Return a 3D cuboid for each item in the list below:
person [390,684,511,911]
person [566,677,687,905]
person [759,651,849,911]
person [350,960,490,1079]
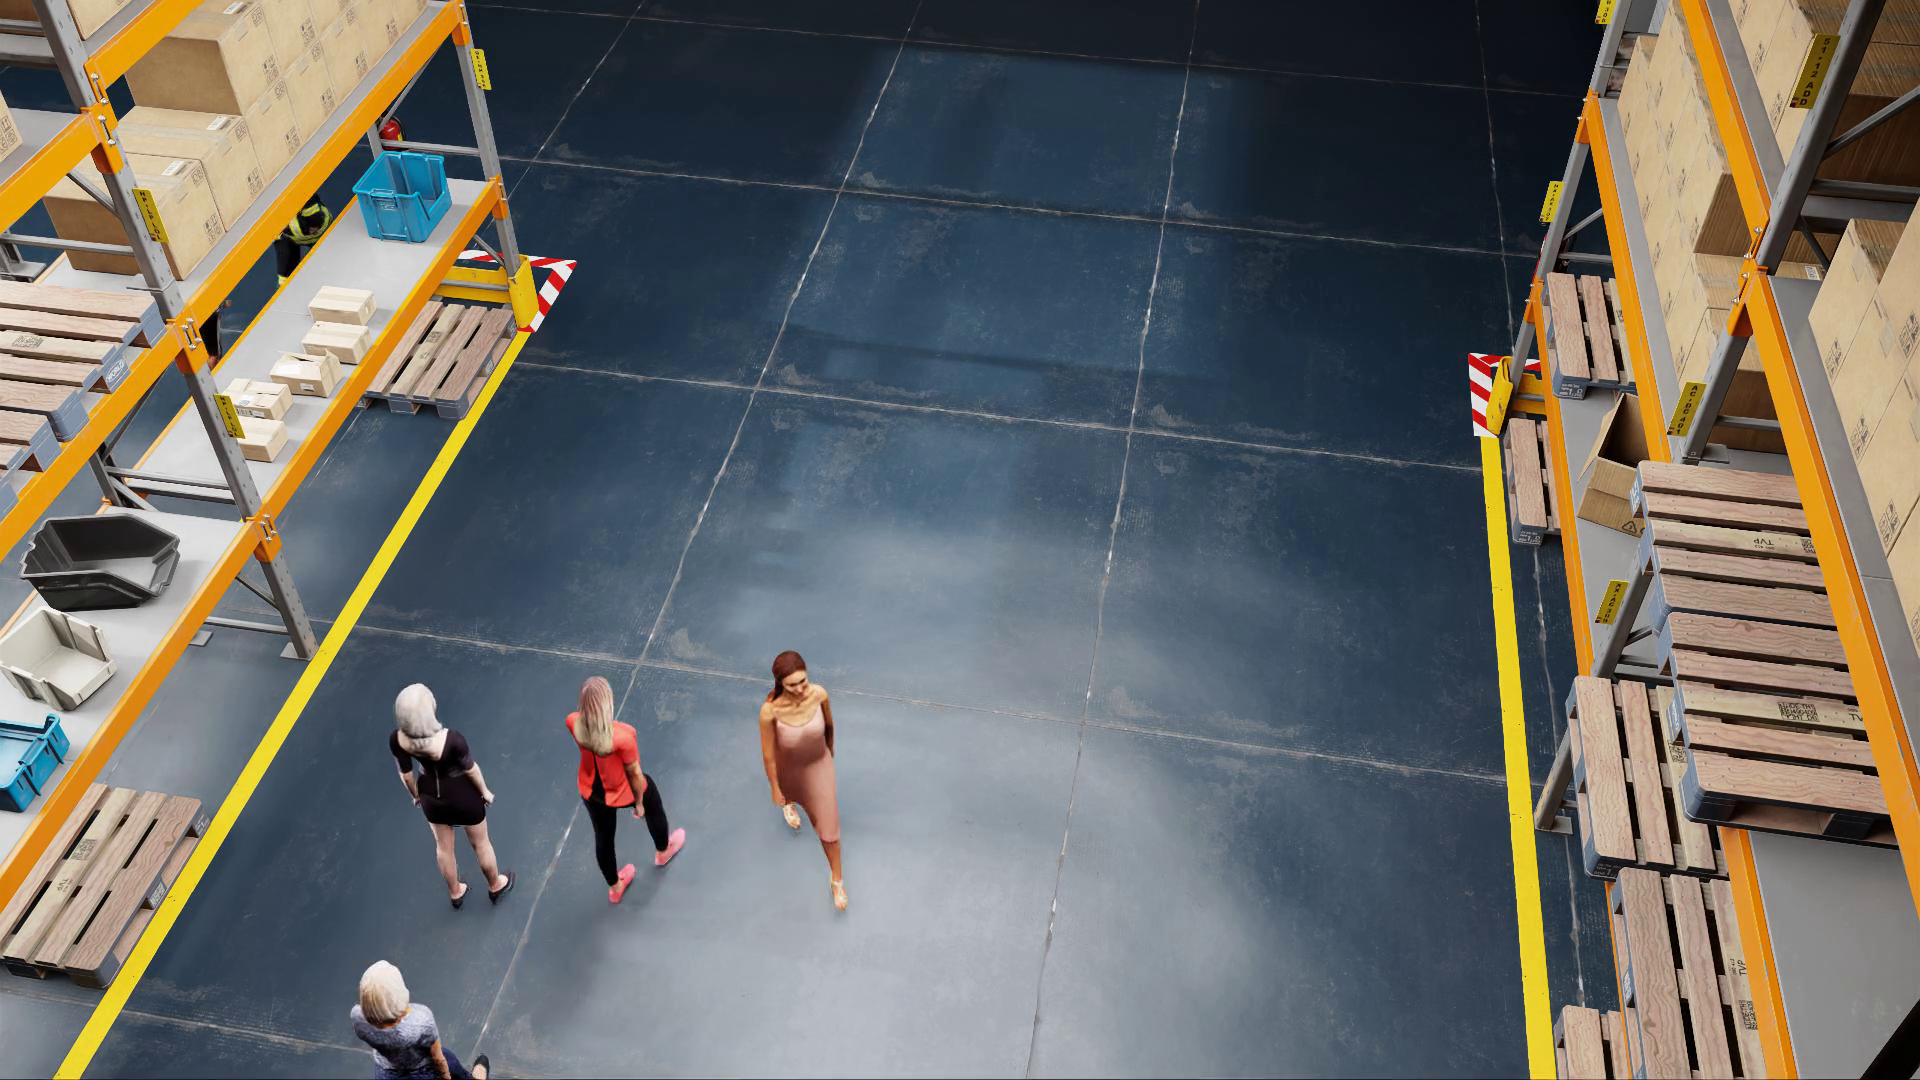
[{"bbox_3d":[-2.823,1.434,9.195,0.613,1.831,0.581,0,44,0],"label":"person"},{"bbox_3d":[-1.978,1.460,9.282,0.647,1.673,0.830,12,45,12],"label":"person"},{"bbox_3d":[-0.949,1.219,9.457,0.993,1.781,1.201,-16,46,-16],"label":"person"},{"bbox_3d":[-2.674,2.646,8.033,0.682,1.679,1.142,1,44,2],"label":"person"}]
